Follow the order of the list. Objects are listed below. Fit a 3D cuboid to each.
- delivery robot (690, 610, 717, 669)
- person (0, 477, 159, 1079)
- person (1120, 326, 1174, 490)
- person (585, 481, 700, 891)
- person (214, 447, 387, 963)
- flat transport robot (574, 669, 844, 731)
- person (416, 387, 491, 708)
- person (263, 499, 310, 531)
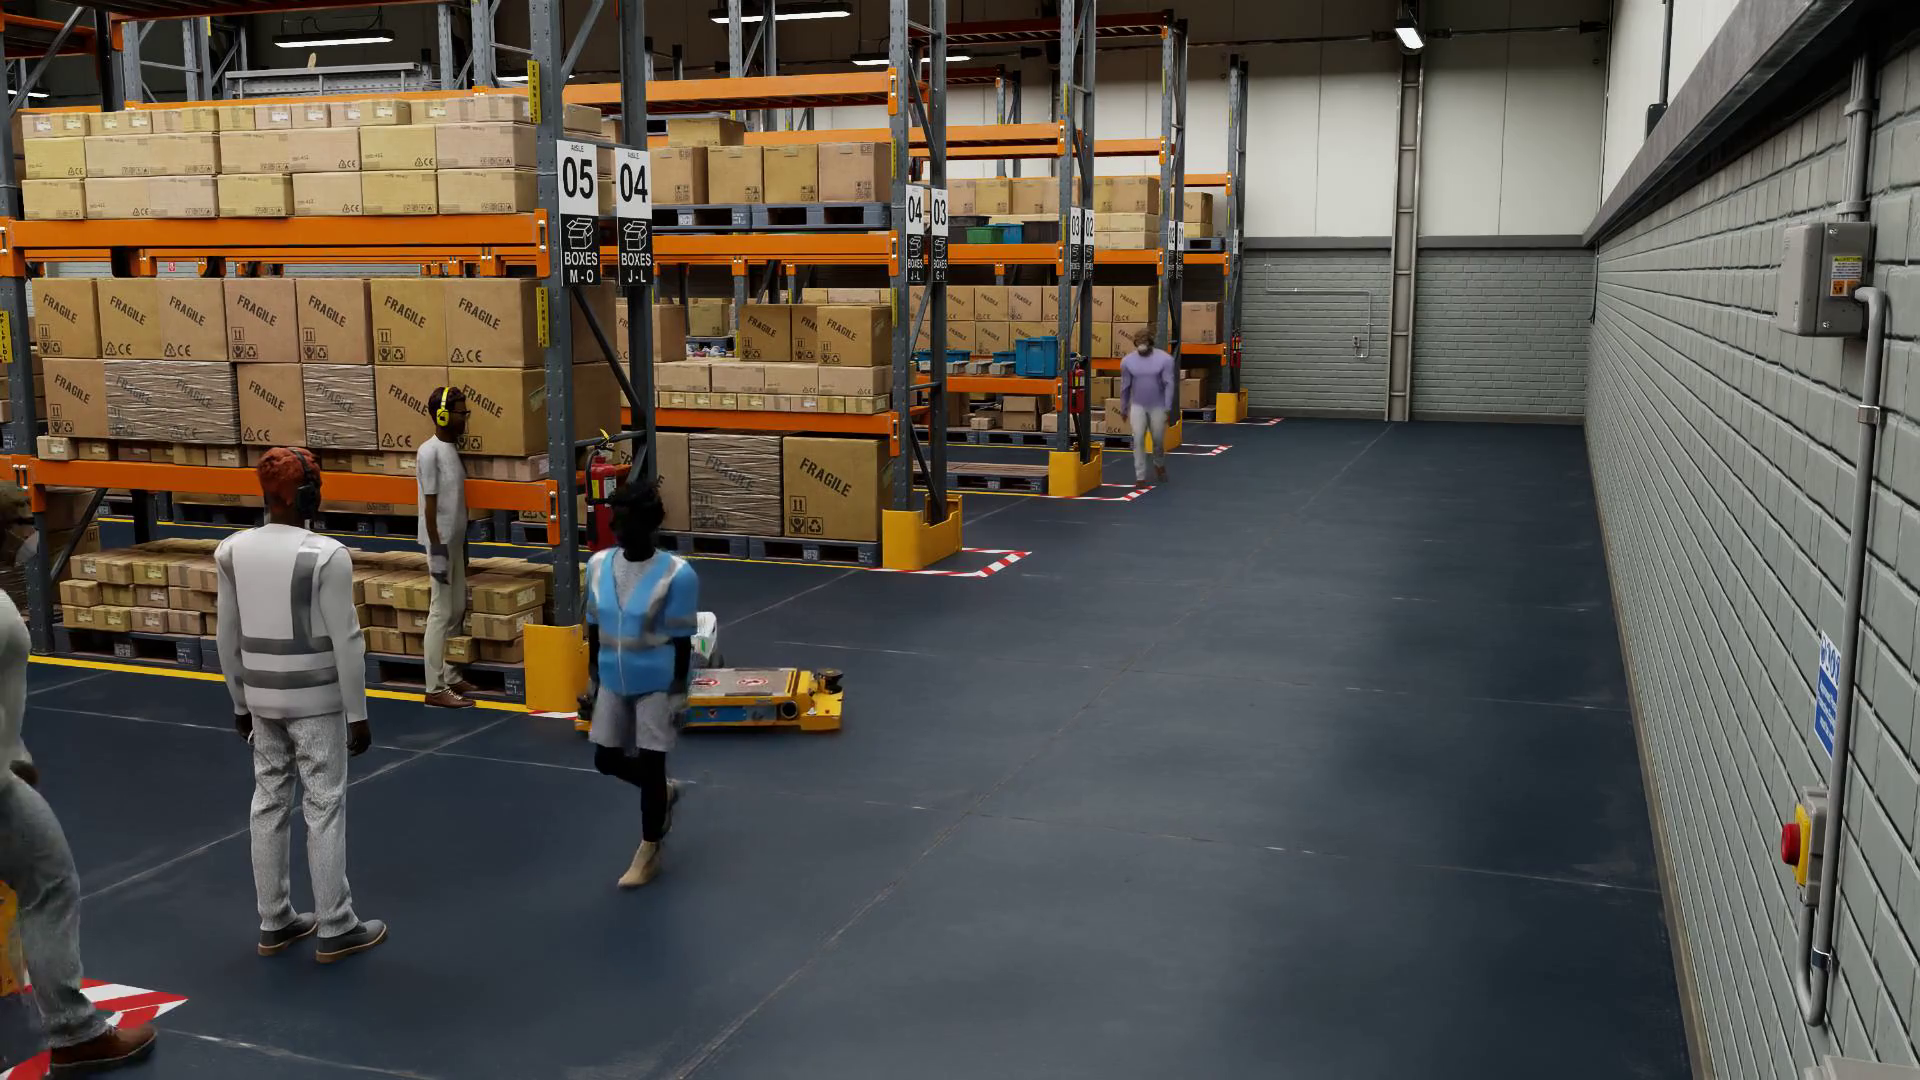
[{"bbox_3d":[-1.649,0.594,9.948,0.477,0.478,0.707,-1,9,-4],"label":"delivery robot"},{"bbox_3d":[-2.930,0.742,5.110,0.823,1.898,0.657,-9,13,-44],"label":"person"},{"bbox_3d":[2.196,-1.555,19.472,0.642,1.903,0.738,2,9,12],"label":"person"},{"bbox_3d":[-1.272,0.571,6.865,0.535,1.677,0.501,4,10,23],"label":"person"},{"bbox_3d":[-2.413,0.599,6.068,0.585,1.882,0.337,3,10,18],"label":"person"},{"bbox_3d":[-1.376,0.887,9.292,1.431,0.197,0.652,0,9,-2],"label":"flat transport robot"},{"bbox_3d":[-2.954,0.043,9.631,0.332,1.860,0.511,0,9,2],"label":"person"},{"bbox_3d":[-5.648,-0.649,13.995,0.429,1.844,0.627,6,11,33],"label":"person"}]
